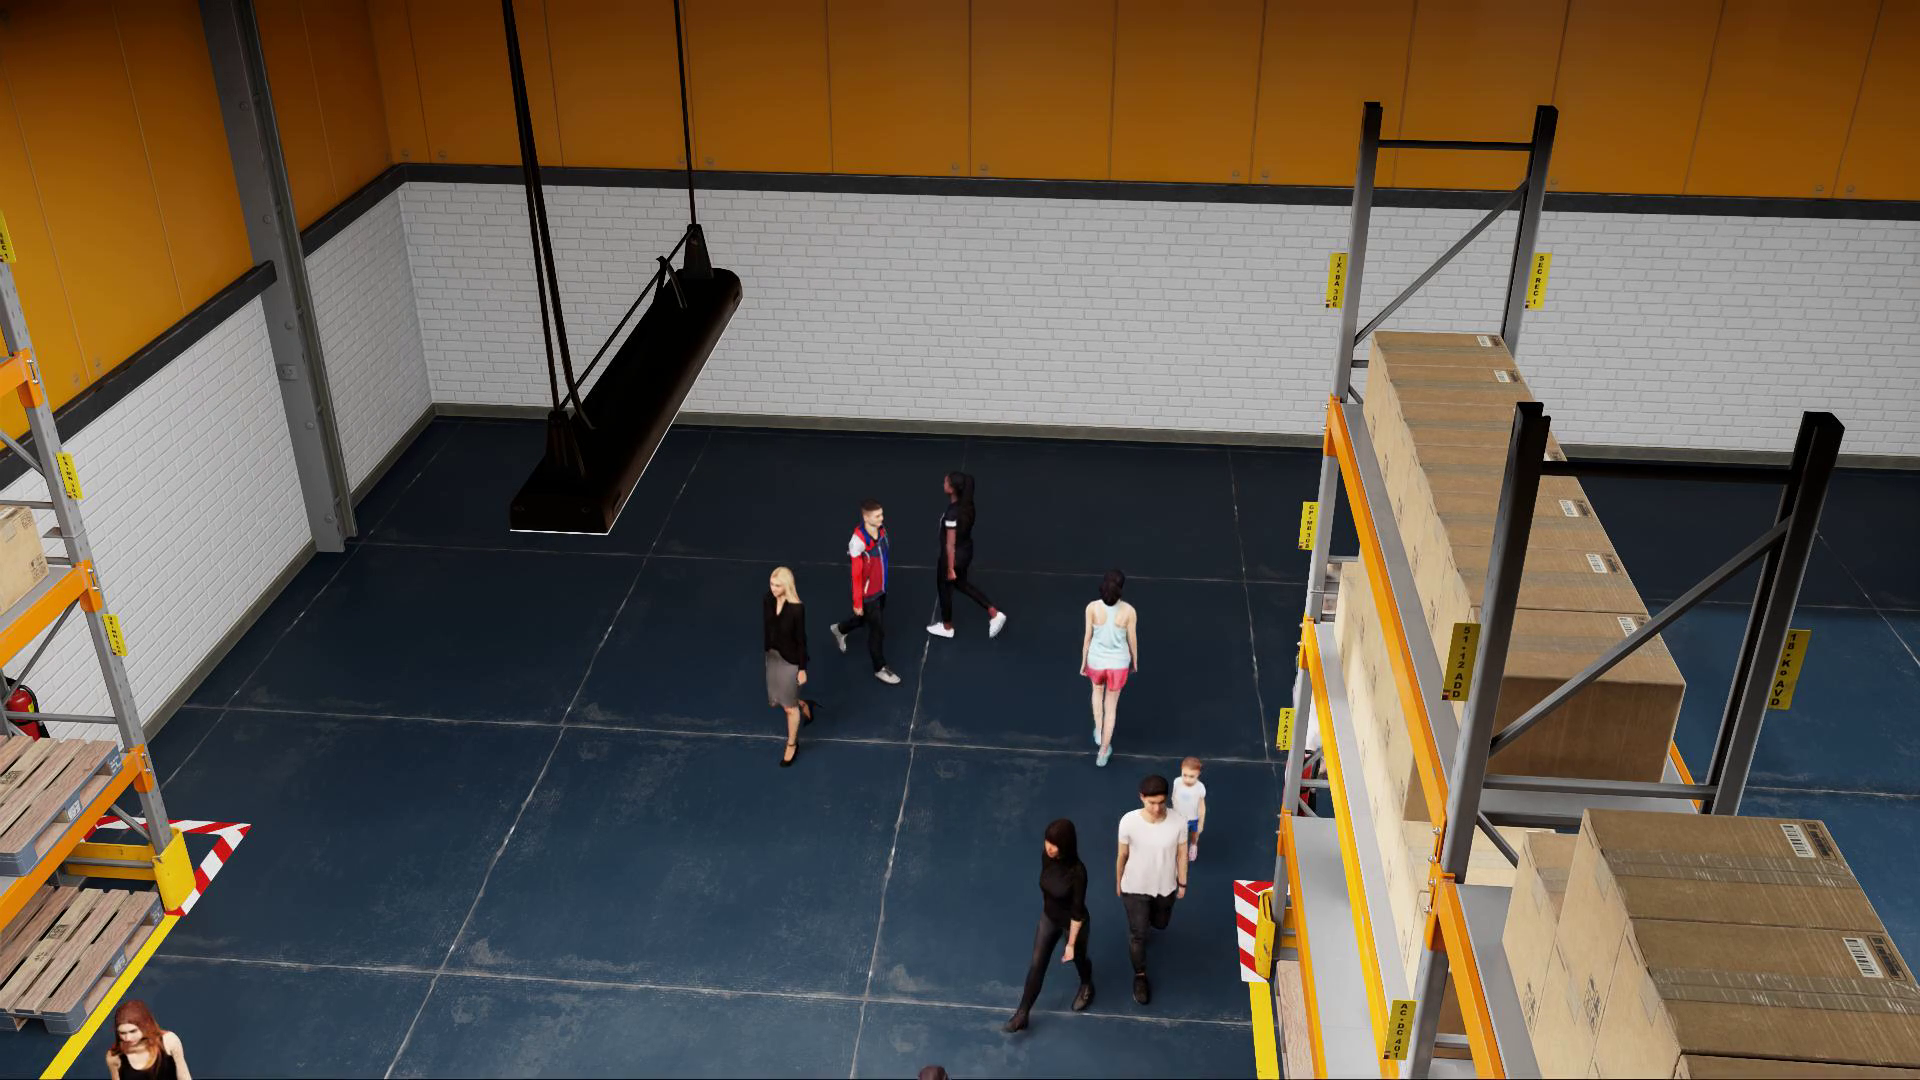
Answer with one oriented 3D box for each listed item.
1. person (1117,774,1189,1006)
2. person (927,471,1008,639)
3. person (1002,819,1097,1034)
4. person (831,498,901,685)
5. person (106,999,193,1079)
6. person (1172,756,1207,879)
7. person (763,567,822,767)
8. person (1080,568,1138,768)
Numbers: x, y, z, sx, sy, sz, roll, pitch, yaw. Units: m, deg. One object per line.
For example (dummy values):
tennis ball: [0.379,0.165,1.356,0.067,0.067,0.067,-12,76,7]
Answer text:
person: [1.281,2.256,11.239,0.707,1.699,1.018,-1,29,-2]
person: [0.047,0.185,15.025,0.873,1.709,1.020,12,31,21]
person: [0.738,2.485,10.915,0.946,1.608,1.099,22,36,35]
person: [-0.857,0.410,14.585,0.991,1.735,1.082,16,33,27]
person: [-4.520,3.206,9.482,0.702,1.713,0.765,-11,30,-19]
person: [1.722,2.021,12.405,0.574,0.994,0.776,12,31,21]
person: [-1.338,0.981,13.433,0.816,1.835,0.921,18,34,30]
person: [1.180,1.057,13.384,0.656,1.750,0.749,6,29,11]
